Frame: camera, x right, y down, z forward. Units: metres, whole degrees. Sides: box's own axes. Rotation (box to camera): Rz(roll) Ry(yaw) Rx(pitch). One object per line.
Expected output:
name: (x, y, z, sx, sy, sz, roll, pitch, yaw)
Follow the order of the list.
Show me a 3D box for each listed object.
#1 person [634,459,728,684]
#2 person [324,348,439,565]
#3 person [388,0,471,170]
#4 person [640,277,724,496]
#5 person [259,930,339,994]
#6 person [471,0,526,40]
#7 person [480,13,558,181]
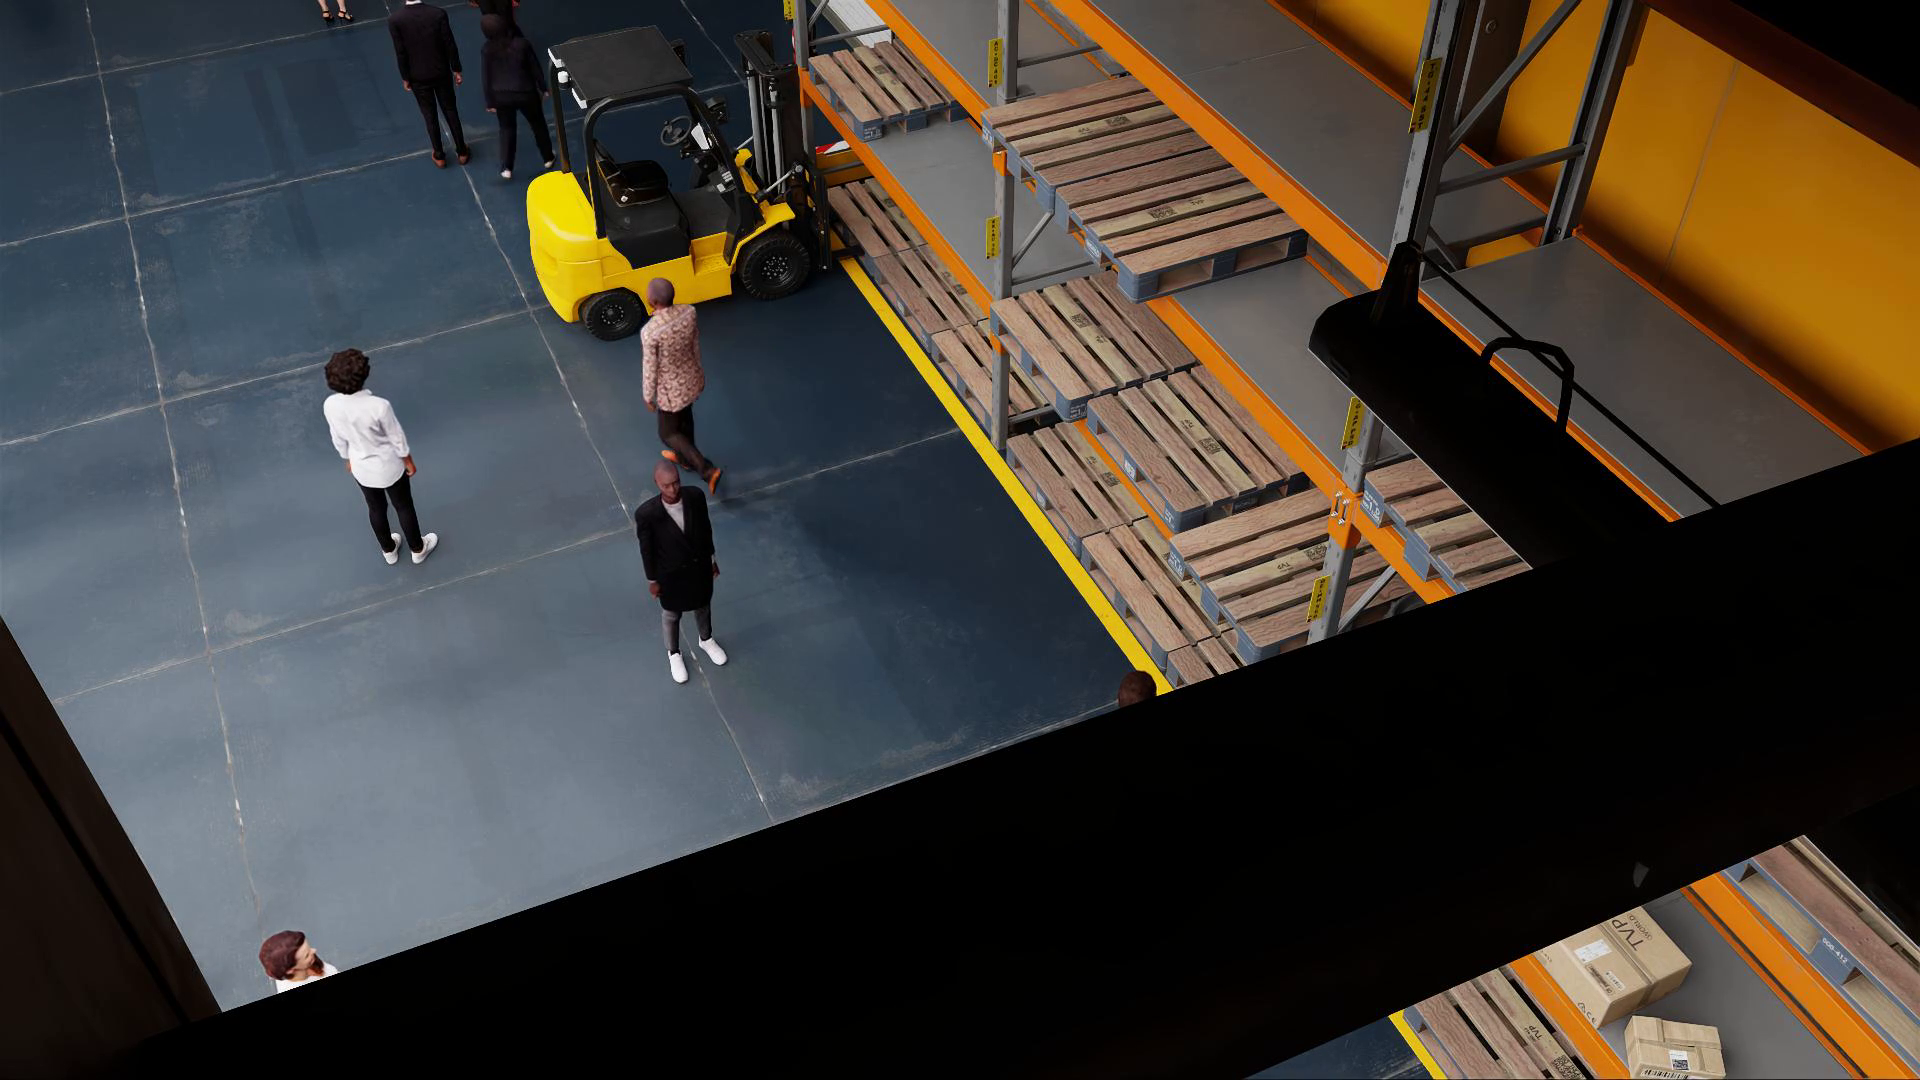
person: (-1.798, 0.166, 10.736, 0.673, 1.762, 0.588, -24, 49, -23)
person: (-4.021, -0.554, 11.457, 0.722, 1.809, 0.722, 1, 44, 1)
person: (-4.909, -4.333, 15.371, 0.712, 1.882, 0.552, -15, 46, -15)
person: (-2.000, -1.087, 12.035, 1.140, 1.783, 0.983, 28, 50, 26)
person: (-3.130, 2.500, 8.261, 0.690, 1.795, 0.490, -24, 48, -23)
person: (-4.671, -5.576, 16.736, 0.890, 1.798, 0.999, 4, 44, 4)
person: (-4.132, -4.060, 15.294, 0.835, 1.592, 0.868, -1, 44, -1)
